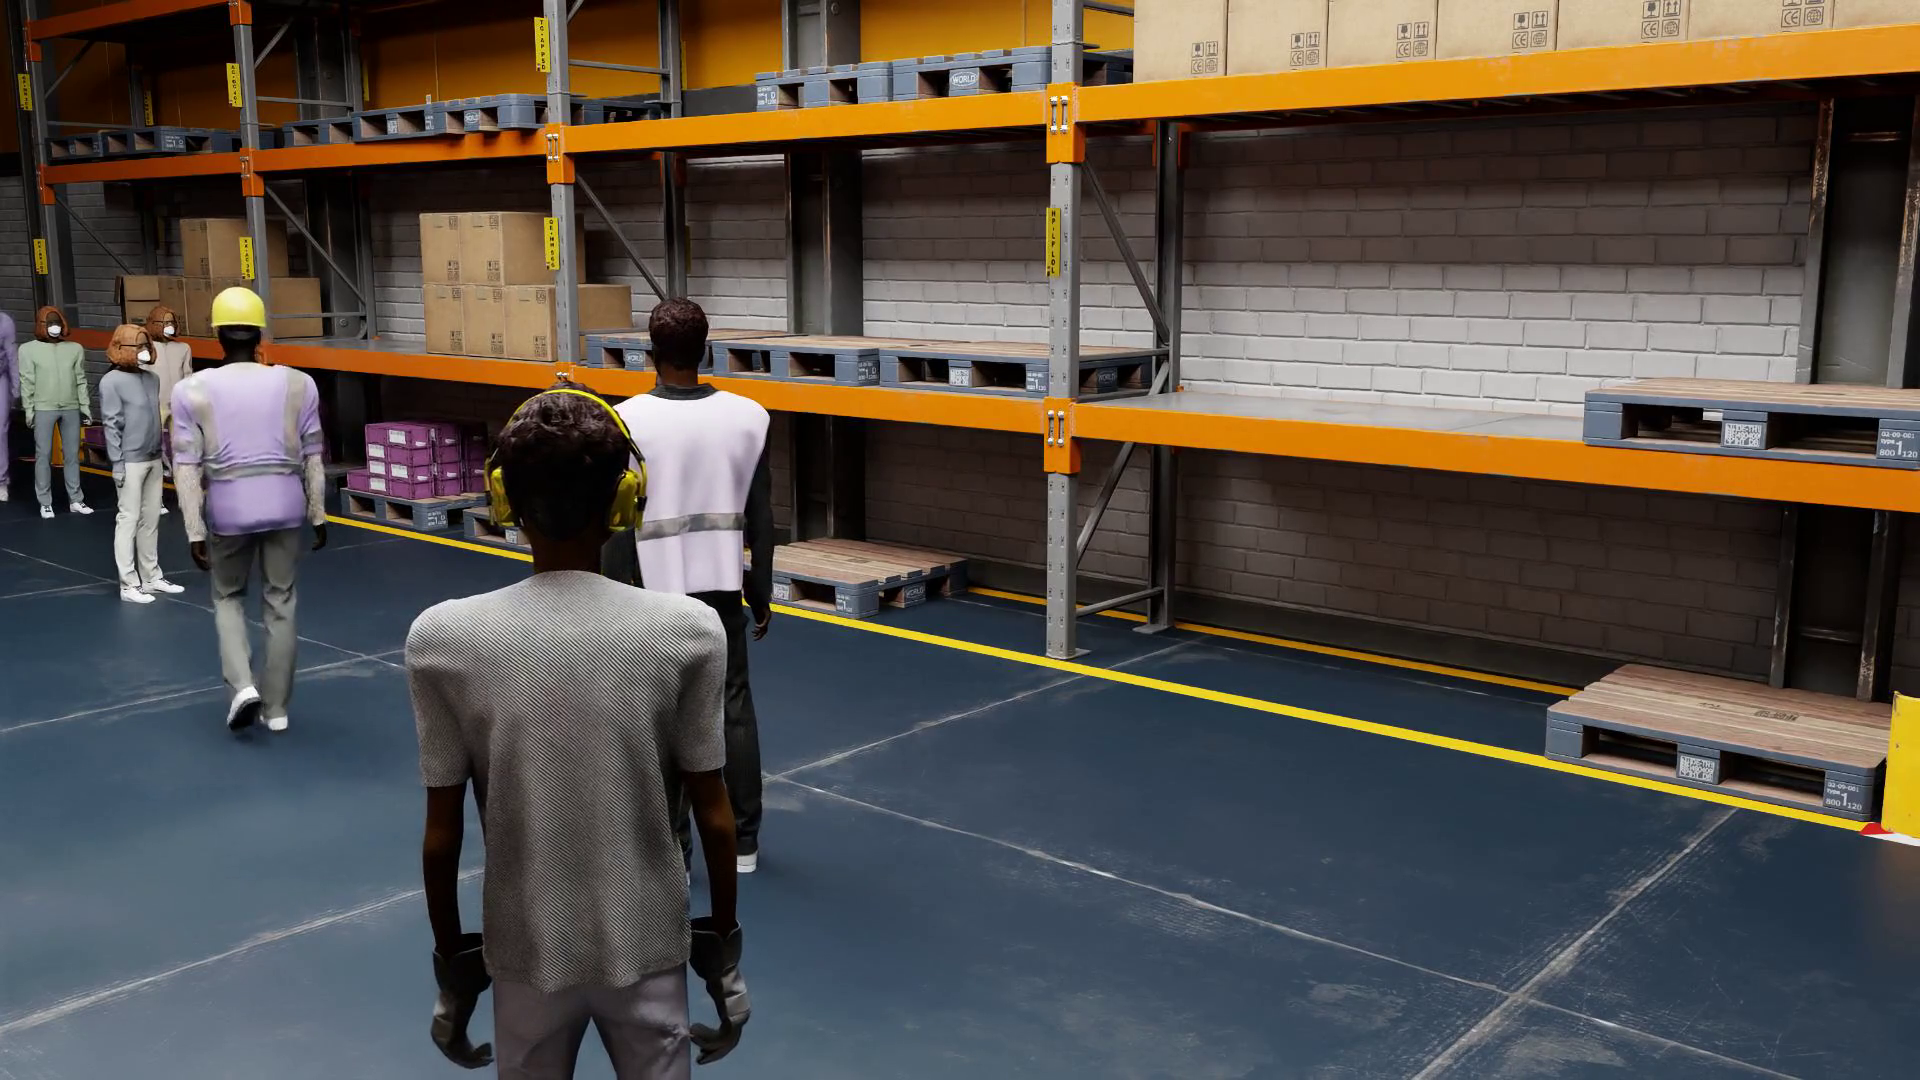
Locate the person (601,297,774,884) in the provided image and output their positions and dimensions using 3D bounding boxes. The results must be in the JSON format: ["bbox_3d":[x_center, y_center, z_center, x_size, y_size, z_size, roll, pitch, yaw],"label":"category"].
[{"bbox_3d":[-0.878,0.177,5.424,0.597,1.916,0.372,-6,11,-30],"label":"person"}]

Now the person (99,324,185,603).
[{"bbox_3d":[-4.845,-0.455,9.826,0.271,1.632,0.508,1,10,7],"label":"person"}]

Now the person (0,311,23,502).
[{"bbox_3d":[-8.152,-1.269,13.815,0.671,1.873,0.813,-5,11,-25],"label":"person"}]

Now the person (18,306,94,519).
[{"bbox_3d":[-6.992,-0.992,12.886,0.279,1.634,0.499,8,13,39],"label":"person"}]

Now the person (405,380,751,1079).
[{"bbox_3d":[-0.598,0.682,2.686,0.513,1.872,0.328,-2,10,-9],"label":"person"}]

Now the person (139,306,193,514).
[{"bbox_3d":[-6.237,-1.021,13.077,0.277,1.629,0.496,7,12,34],"label":"person"}]

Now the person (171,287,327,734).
[{"bbox_3d":[-3.008,-0.112,7.088,0.594,1.912,0.411,-5,11,-27],"label":"person"}]
